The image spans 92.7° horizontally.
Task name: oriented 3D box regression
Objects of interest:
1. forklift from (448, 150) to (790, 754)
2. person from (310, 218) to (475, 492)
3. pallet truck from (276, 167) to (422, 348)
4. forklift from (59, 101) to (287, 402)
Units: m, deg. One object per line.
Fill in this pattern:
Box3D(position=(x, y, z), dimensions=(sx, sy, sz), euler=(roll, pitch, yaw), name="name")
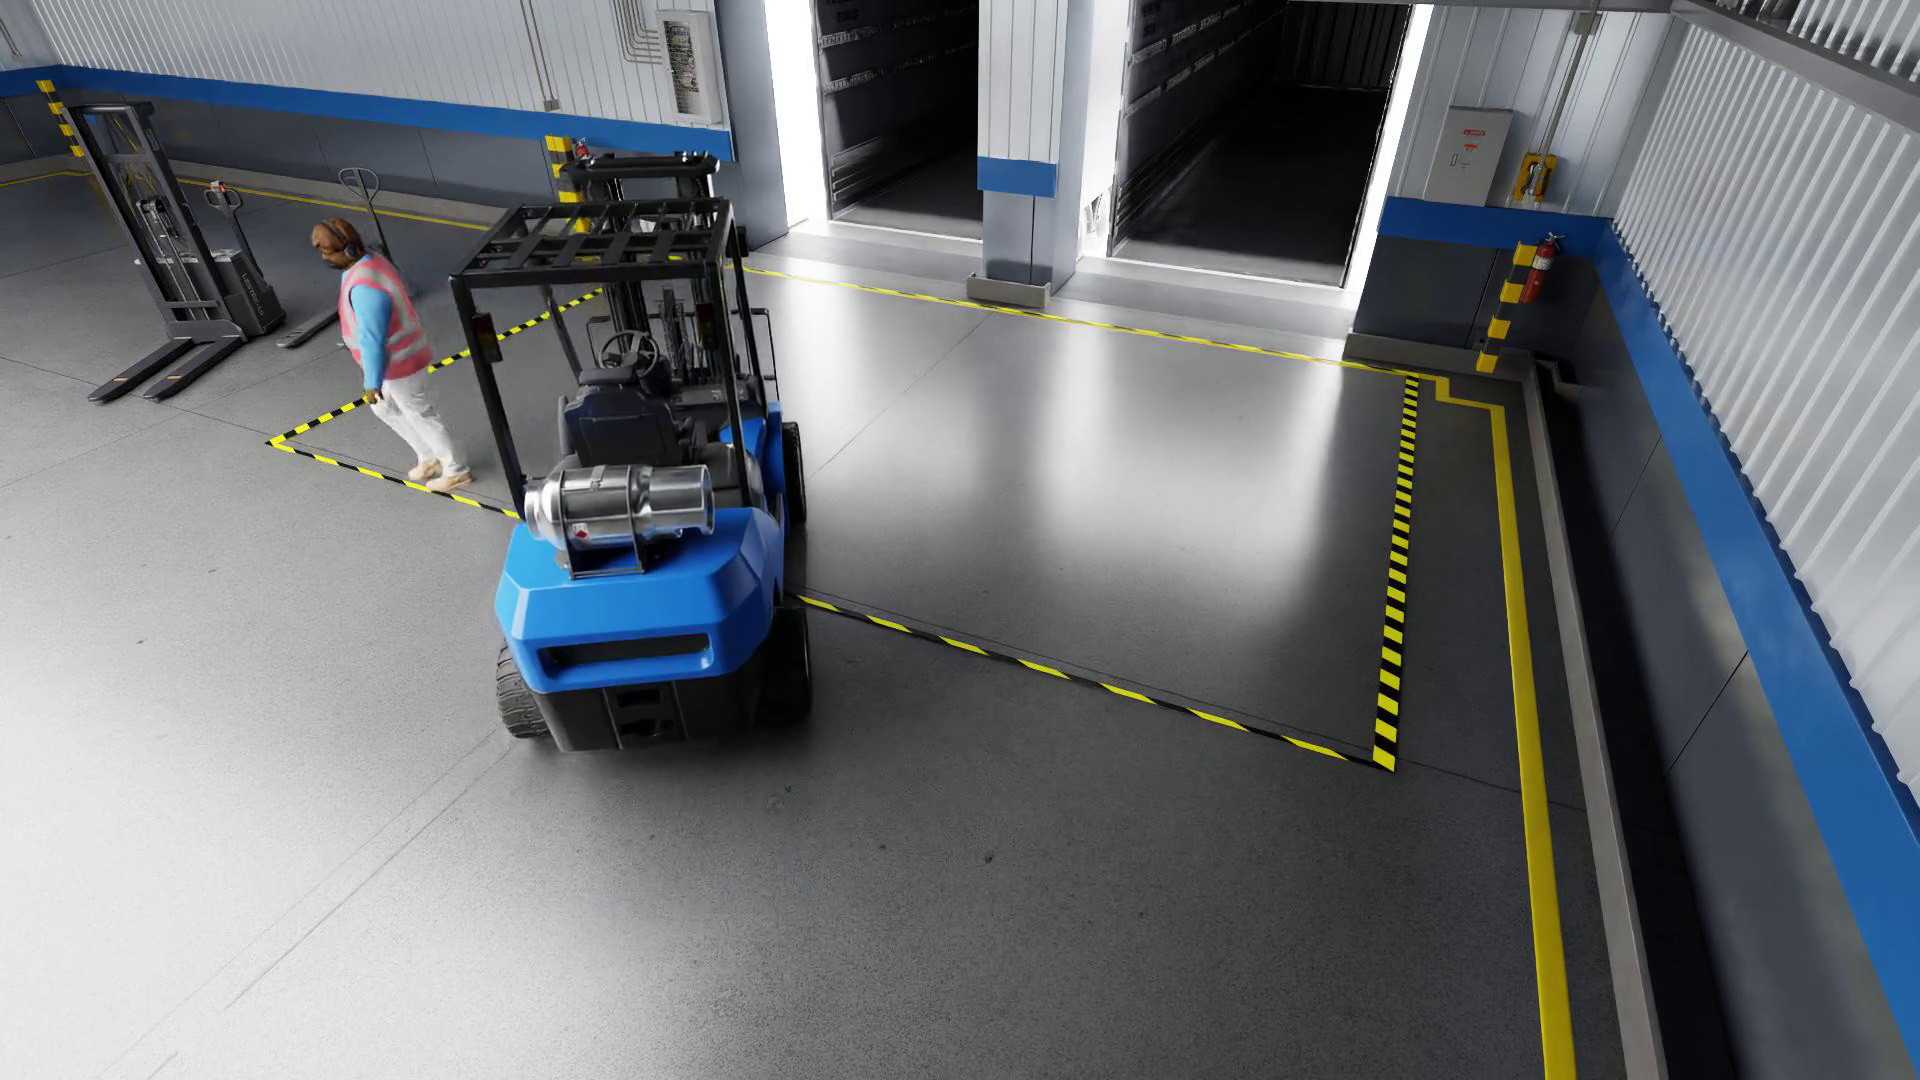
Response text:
Box3D(position=(-1.535, -0.602, 4.570), dimensions=(1.157, 2.036, 2.680), euler=(-5, 35, -7), name="forklift")
Box3D(position=(-3.562, -1.110, 5.767), dimensions=(0.452, 1.811, 0.657), euler=(-18, 39, -24), name="person")
Box3D(position=(-5.732, -2.611, 8.414), dimensions=(0.680, 1.201, 1.601), euler=(-1, 35, -1), name="pallet truck")
Box3D(position=(-6.686, -2.387, 7.434), dimensions=(0.823, 1.965, 1.885), euler=(-3, 35, -5), name="forklift")
